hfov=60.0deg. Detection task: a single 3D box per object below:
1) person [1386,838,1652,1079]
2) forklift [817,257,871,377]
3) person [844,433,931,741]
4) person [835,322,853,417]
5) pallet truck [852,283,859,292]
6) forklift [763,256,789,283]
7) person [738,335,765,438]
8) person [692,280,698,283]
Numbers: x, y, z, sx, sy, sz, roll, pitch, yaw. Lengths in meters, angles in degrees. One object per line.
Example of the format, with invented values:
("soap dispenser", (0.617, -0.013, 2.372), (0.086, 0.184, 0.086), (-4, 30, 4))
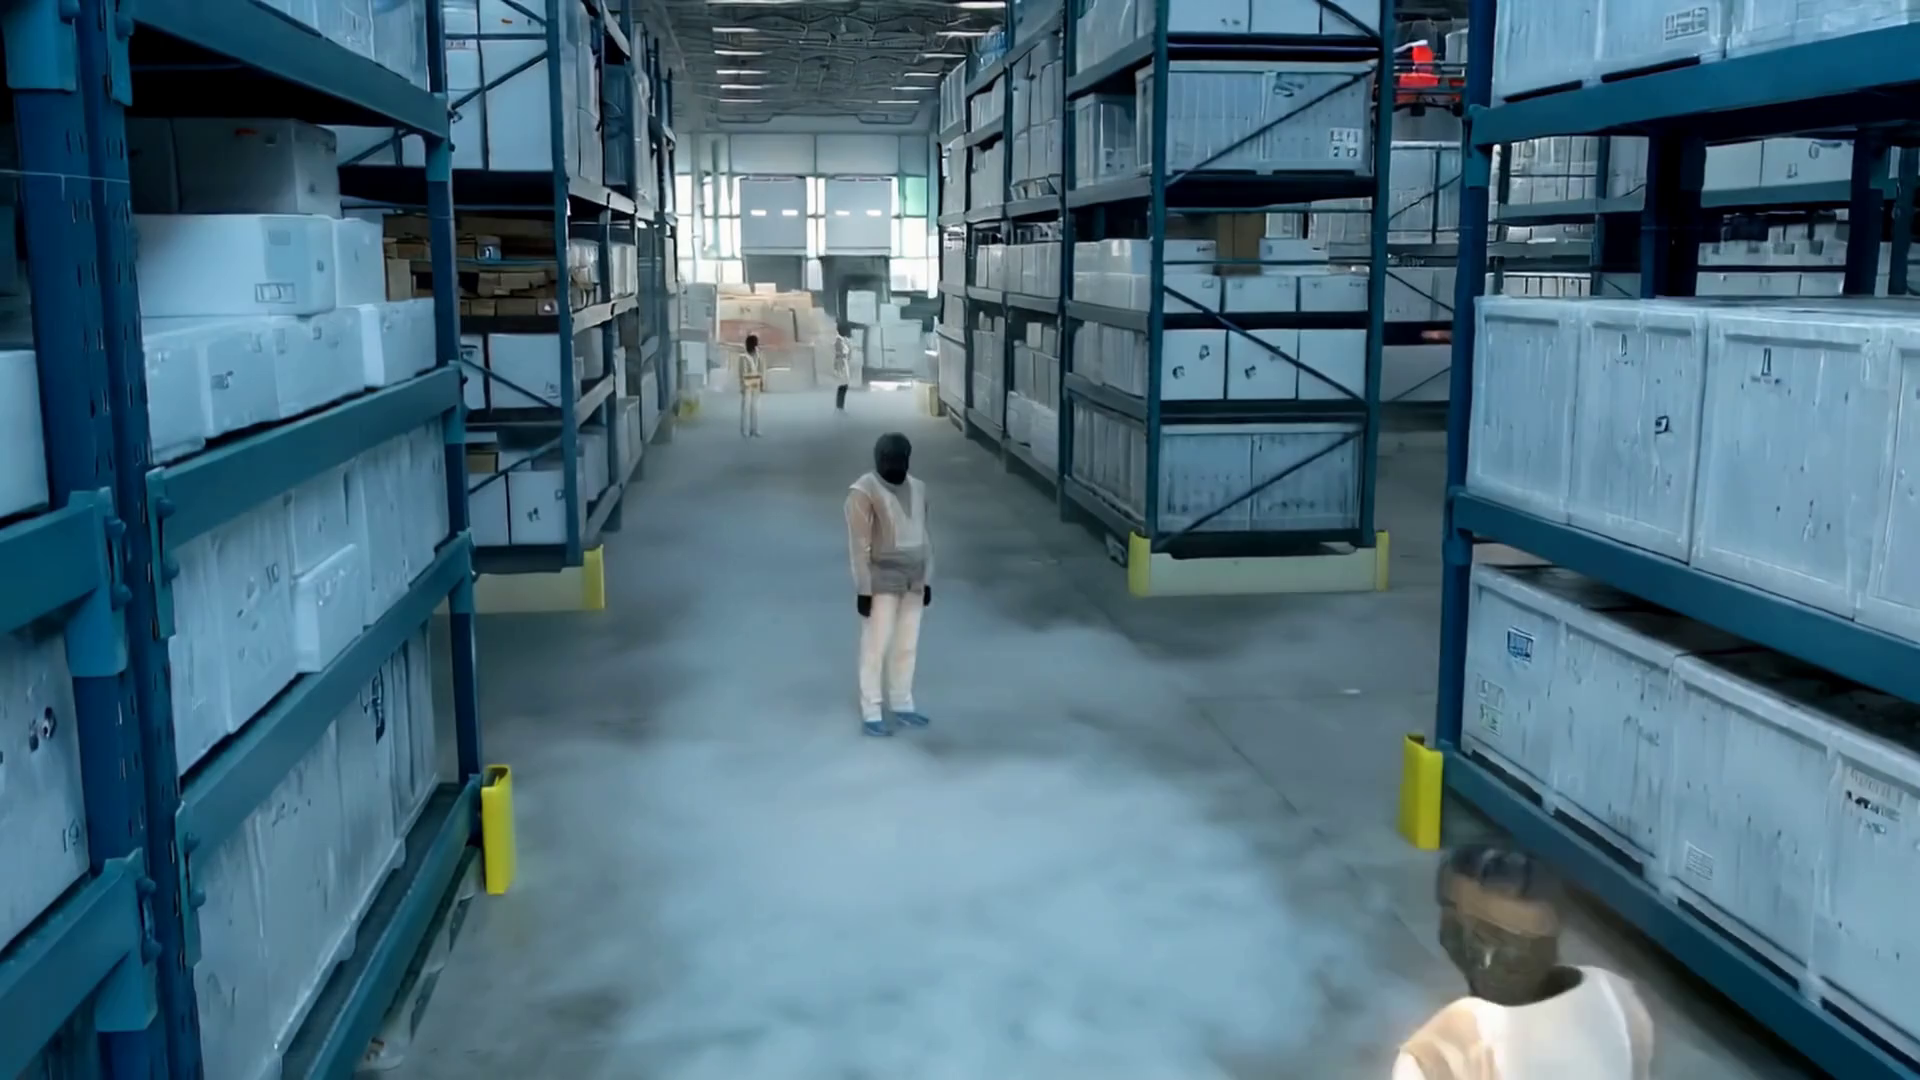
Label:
("person", (1.080, 1.461, 3.218), (0.628, 1.801, 0.950), (-5, 11, -25))
("forklift", (-3.071, -5.231, 39.018), (1.873, 2.768, 1.129), (-1, 10, -7))
("person", (-0.405, 0.273, 10.029), (0.428, 1.840, 0.642), (8, 13, 40))
("person", (-2.089, -3.061, 29.831), (0.317, 1.696, 0.541), (-1, 10, -7))
("pallet truck", (-3.782, -9.391, 65.808), (1.885, 1.965, 0.823), (2, 10, 10))
("forklift", (-6.697, -8.975, 60.817), (1.129, 2.768, 1.873), (-7, 12, -34))
("person", (-3.302, -2.433, 26.349), (0.314, 1.636, 0.515), (7, 12, 36))
("person", (-9.996, -8.857, 62.899), (0.589, 1.927, 0.387), (-1, 10, -4))
